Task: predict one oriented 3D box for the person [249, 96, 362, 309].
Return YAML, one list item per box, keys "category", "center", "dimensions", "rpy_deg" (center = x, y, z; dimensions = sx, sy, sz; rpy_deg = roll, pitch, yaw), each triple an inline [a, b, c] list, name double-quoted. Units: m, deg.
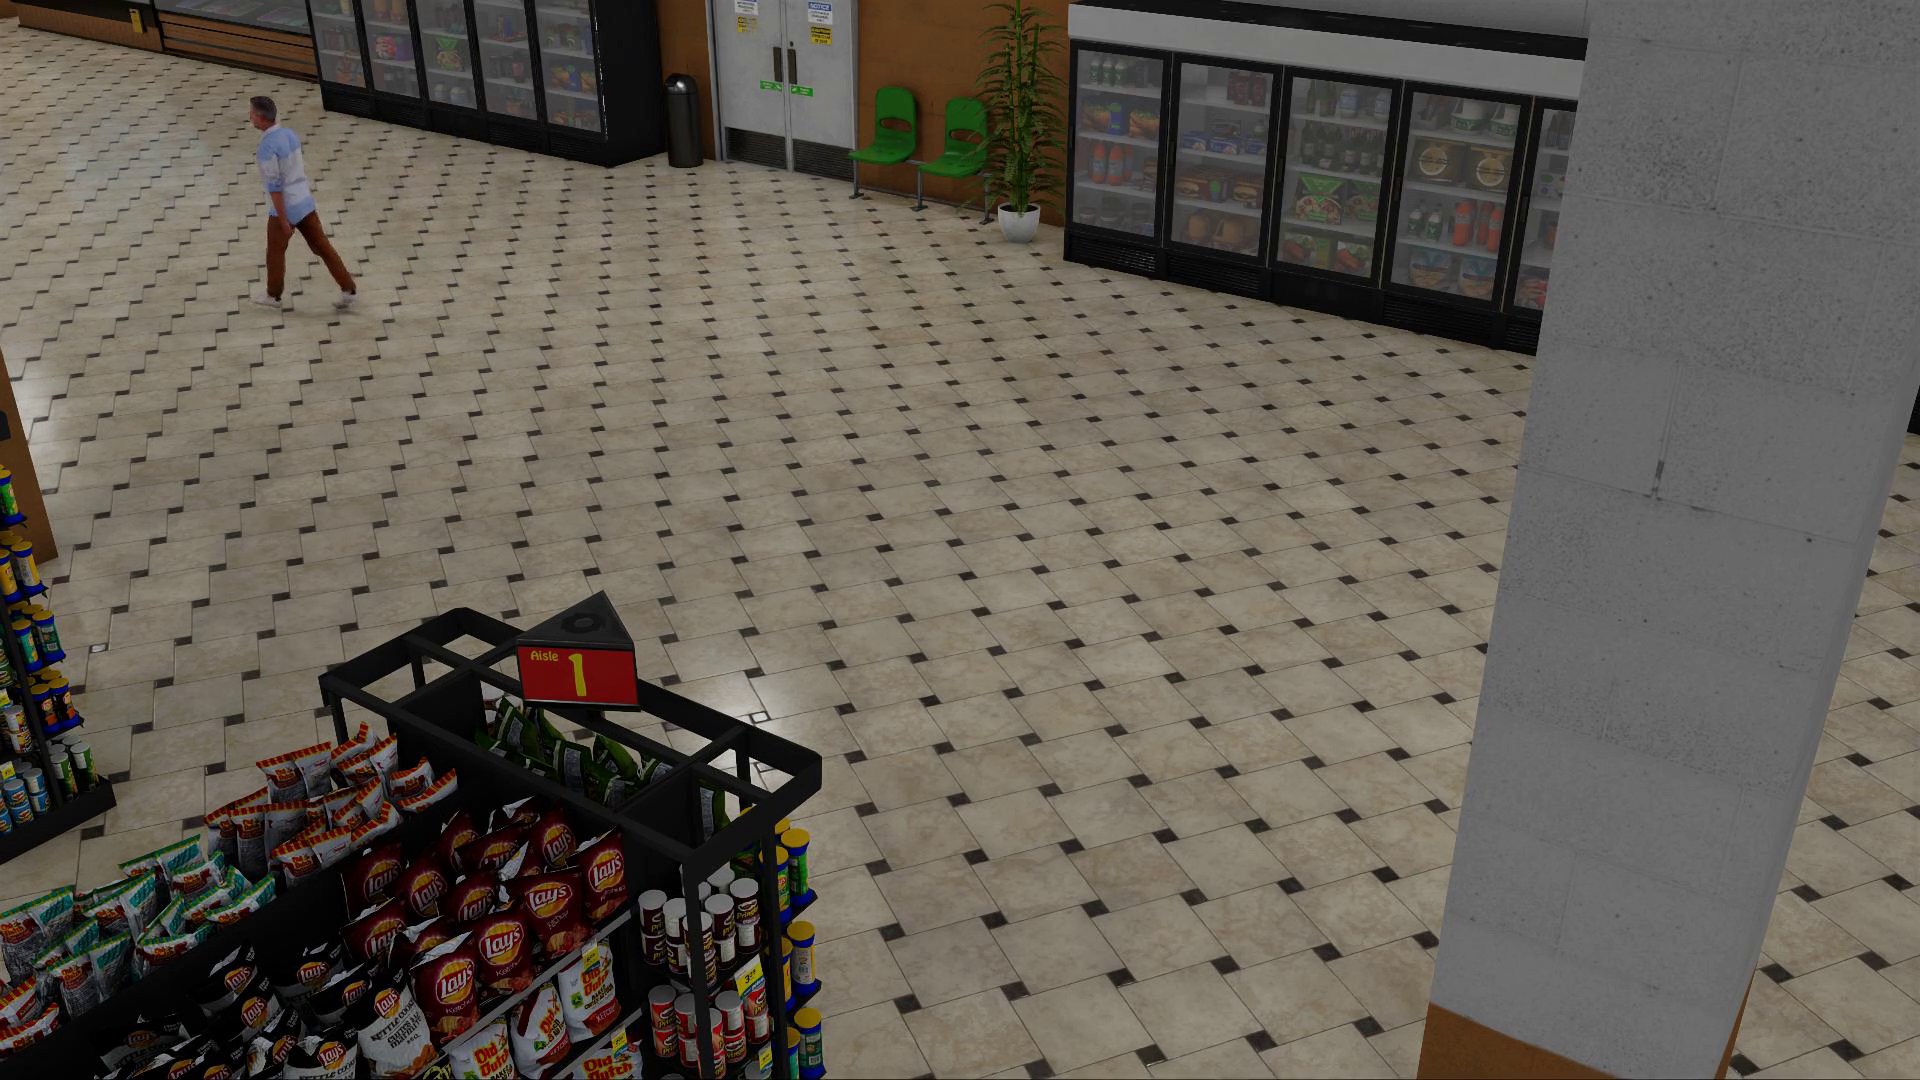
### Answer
- category: "person"
  center: [-5.439, -2.734, 13.746]
  dimensions: [1.038, 1.780, 1.234]
  rpy_deg: [7, 28, 13]
